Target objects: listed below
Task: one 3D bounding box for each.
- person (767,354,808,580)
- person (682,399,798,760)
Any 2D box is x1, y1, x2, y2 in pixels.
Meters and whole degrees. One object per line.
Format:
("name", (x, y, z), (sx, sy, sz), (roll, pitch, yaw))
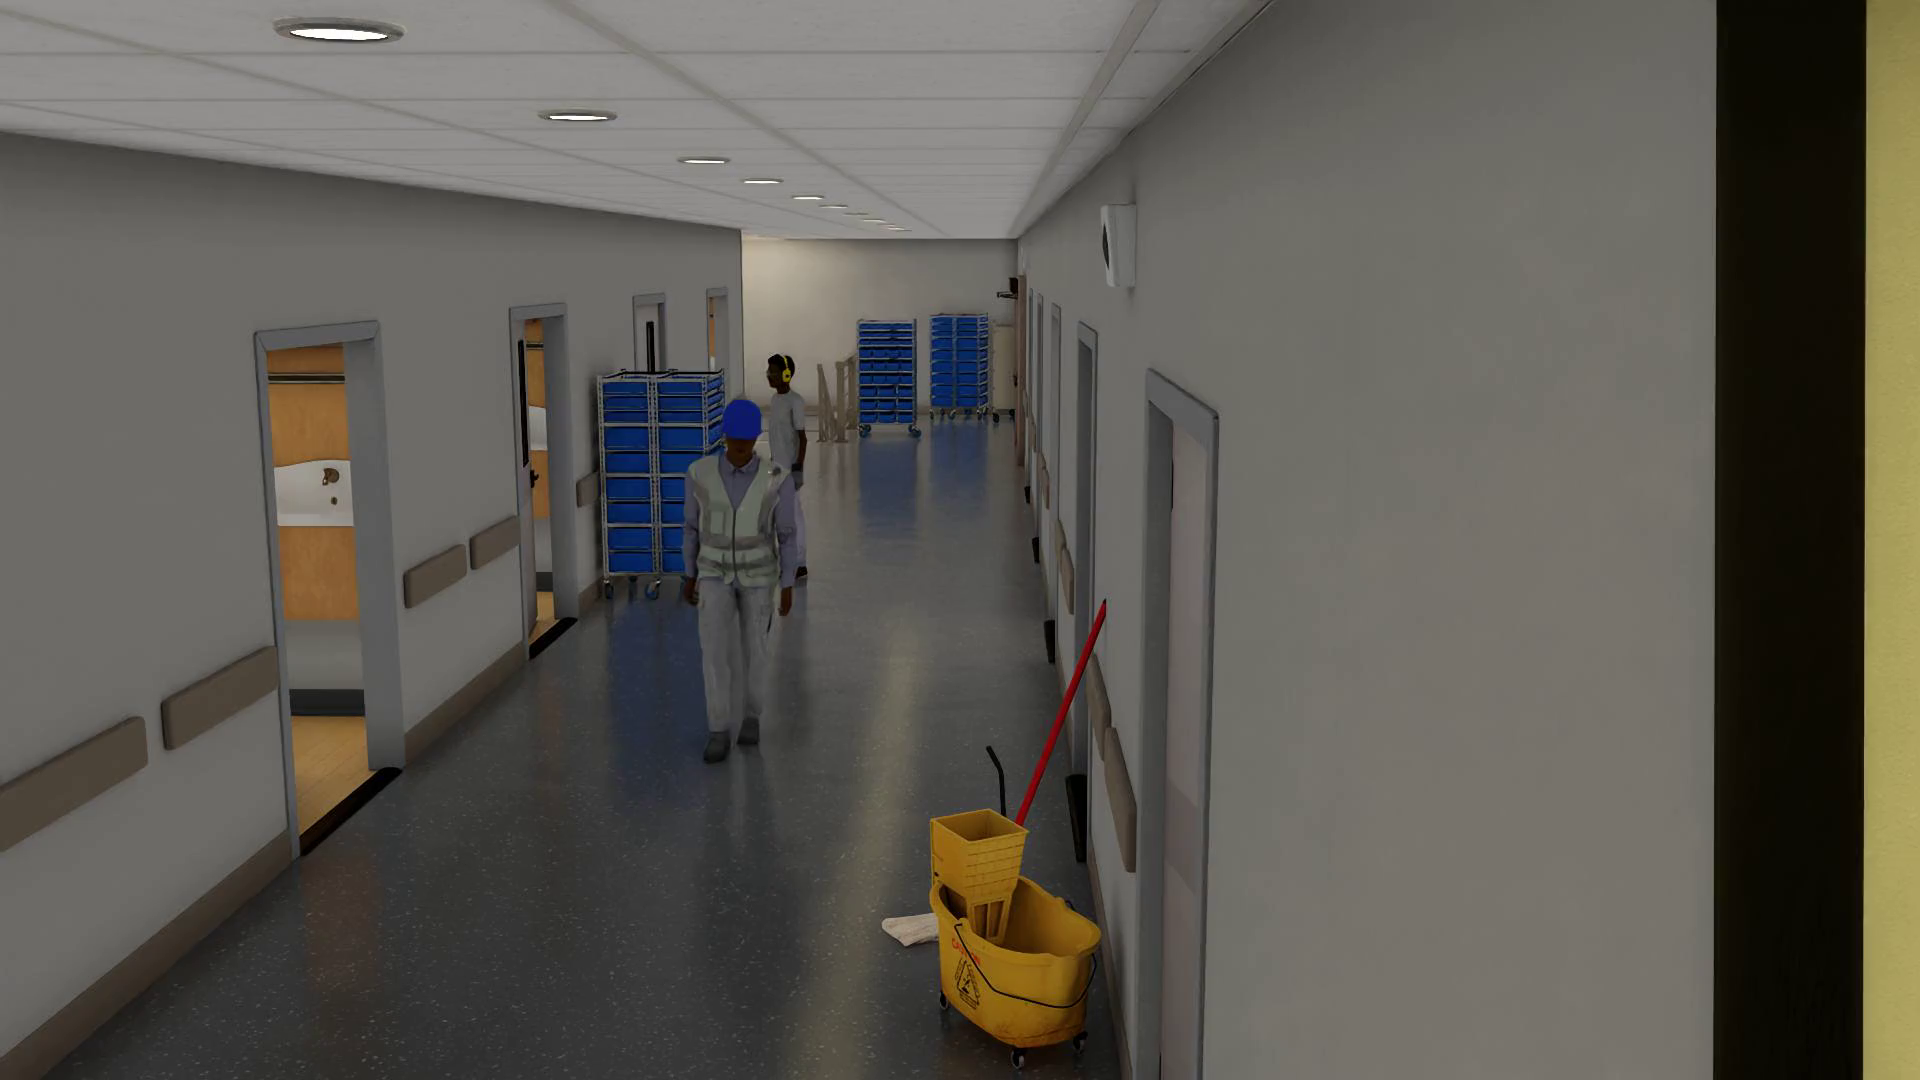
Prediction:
("person", (-1.451, -0.603, 13.790), (0.335, 1.873, 0.519), (-6, 11, -32))
("person", (-1.171, 0.205, 8.826), (0.623, 1.907, 0.755), (0, 9, -2))
